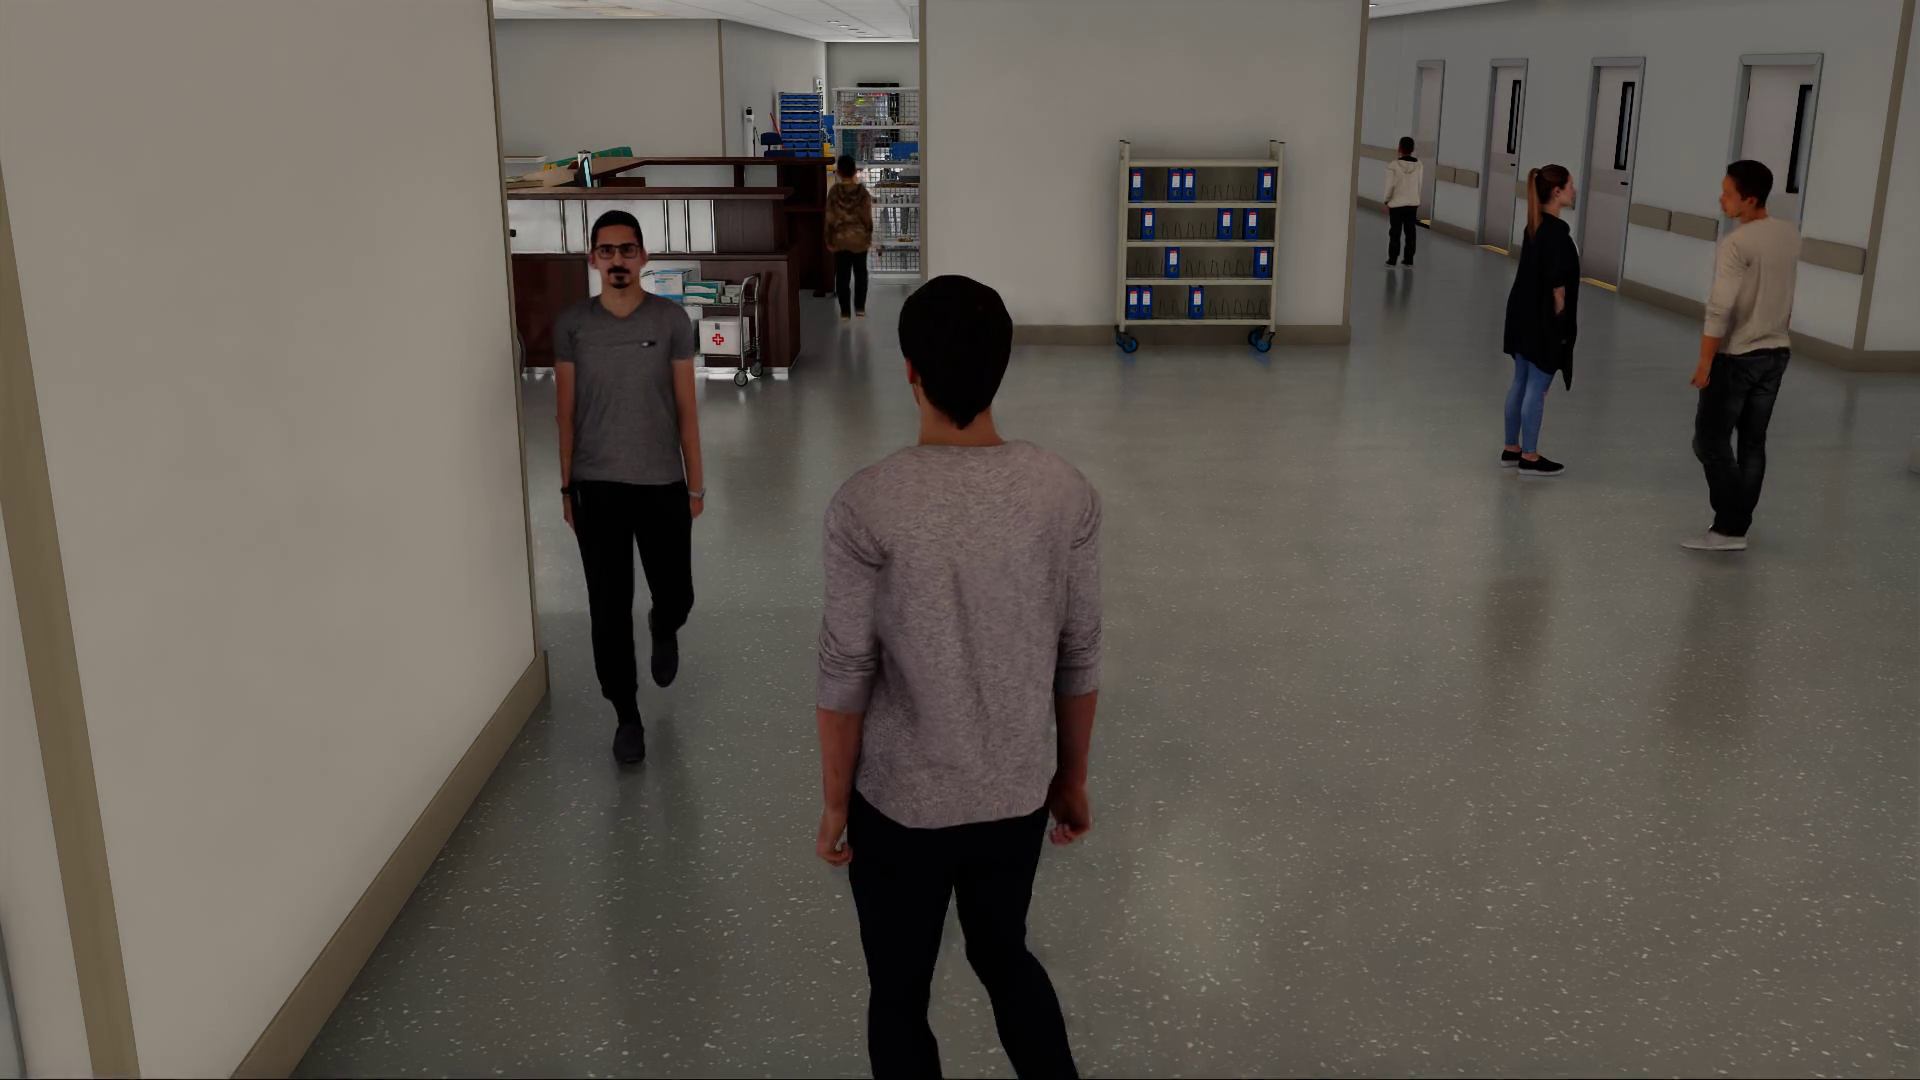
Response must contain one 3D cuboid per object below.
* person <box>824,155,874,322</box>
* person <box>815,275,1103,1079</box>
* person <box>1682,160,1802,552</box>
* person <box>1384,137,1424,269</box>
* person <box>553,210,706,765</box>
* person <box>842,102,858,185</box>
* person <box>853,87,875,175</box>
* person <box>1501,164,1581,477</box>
[{"bbox_3d":[-0.975,-2.656,14.729,0.649,1.442,0.676,-2,16,-6],"label":"person"},{"bbox_3d":[0.023,0.476,2.907,0.871,1.828,0.898,-7,17,-23],"label":"person"},{"bbox_3d":[3.648,-0.829,7.628,0.728,1.779,0.938,-2,16,-8],"label":"person"},{"bbox_3d":[5.057,-3.846,18.930,0.455,1.453,0.640,-1,16,-3],"label":"person"},{"bbox_3d":[-1.080,-0.193,5.449,0.955,1.737,0.799,-3,16,-11],"label":"person"},{"bbox_3d":[-1.852,-6.378,27.585,1.016,1.631,0.728,2,16,8],"label":"person"},{"bbox_3d":[-2.079,-8.909,36.208,0.991,1.821,0.683,1,16,2],"label":"person"},{"bbox_3d":[3.183,-1.211,9.161,0.561,1.683,0.630,-1,16,-3],"label":"person"}]
